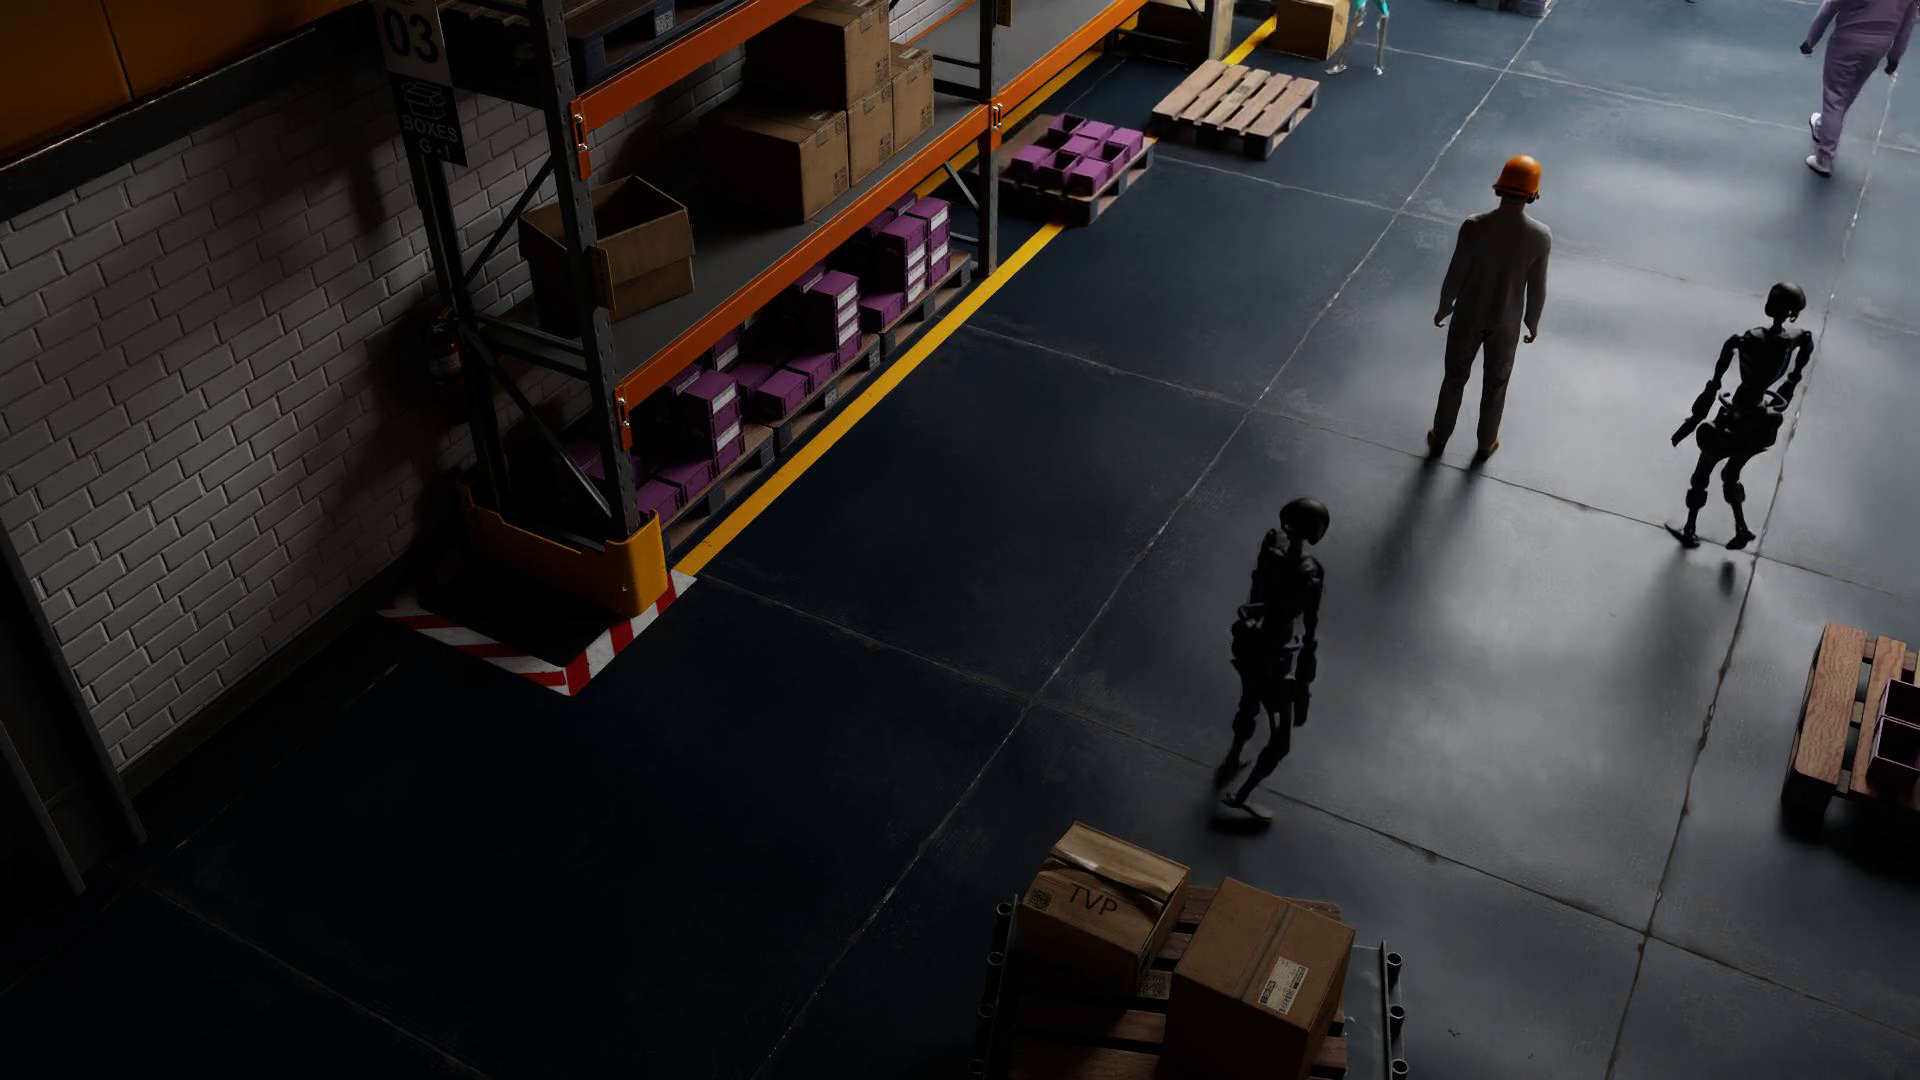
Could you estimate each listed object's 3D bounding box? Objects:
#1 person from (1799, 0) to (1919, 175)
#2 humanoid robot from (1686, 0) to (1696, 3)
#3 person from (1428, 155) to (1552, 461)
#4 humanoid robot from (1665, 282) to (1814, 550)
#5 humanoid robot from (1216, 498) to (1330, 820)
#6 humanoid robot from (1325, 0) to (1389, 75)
[{"bbox_3d":[6.804,-3.810,12.700,0.665,1.863,0.950,3,39,3],"label":"person"},{"bbox_3d":[6.918,-5.784,15.321,0.603,1.652,0.345,-5,39,-6],"label":"humanoid robot"},{"bbox_3d":[3.042,-1.317,9.566,0.581,1.894,0.375,11,40,13],"label":"person"},{"bbox_3d":[4.167,-0.602,8.849,0.588,1.647,0.497,-8,39,-10],"label":"humanoid robot"},{"bbox_3d":[1.377,0.515,7.453,0.394,1.647,0.589,-11,40,-14],"label":"humanoid robot"},{"bbox_3d":[3.476,-4.773,14.013,0.547,1.785,0.784,19,42,22],"label":"humanoid robot"}]
